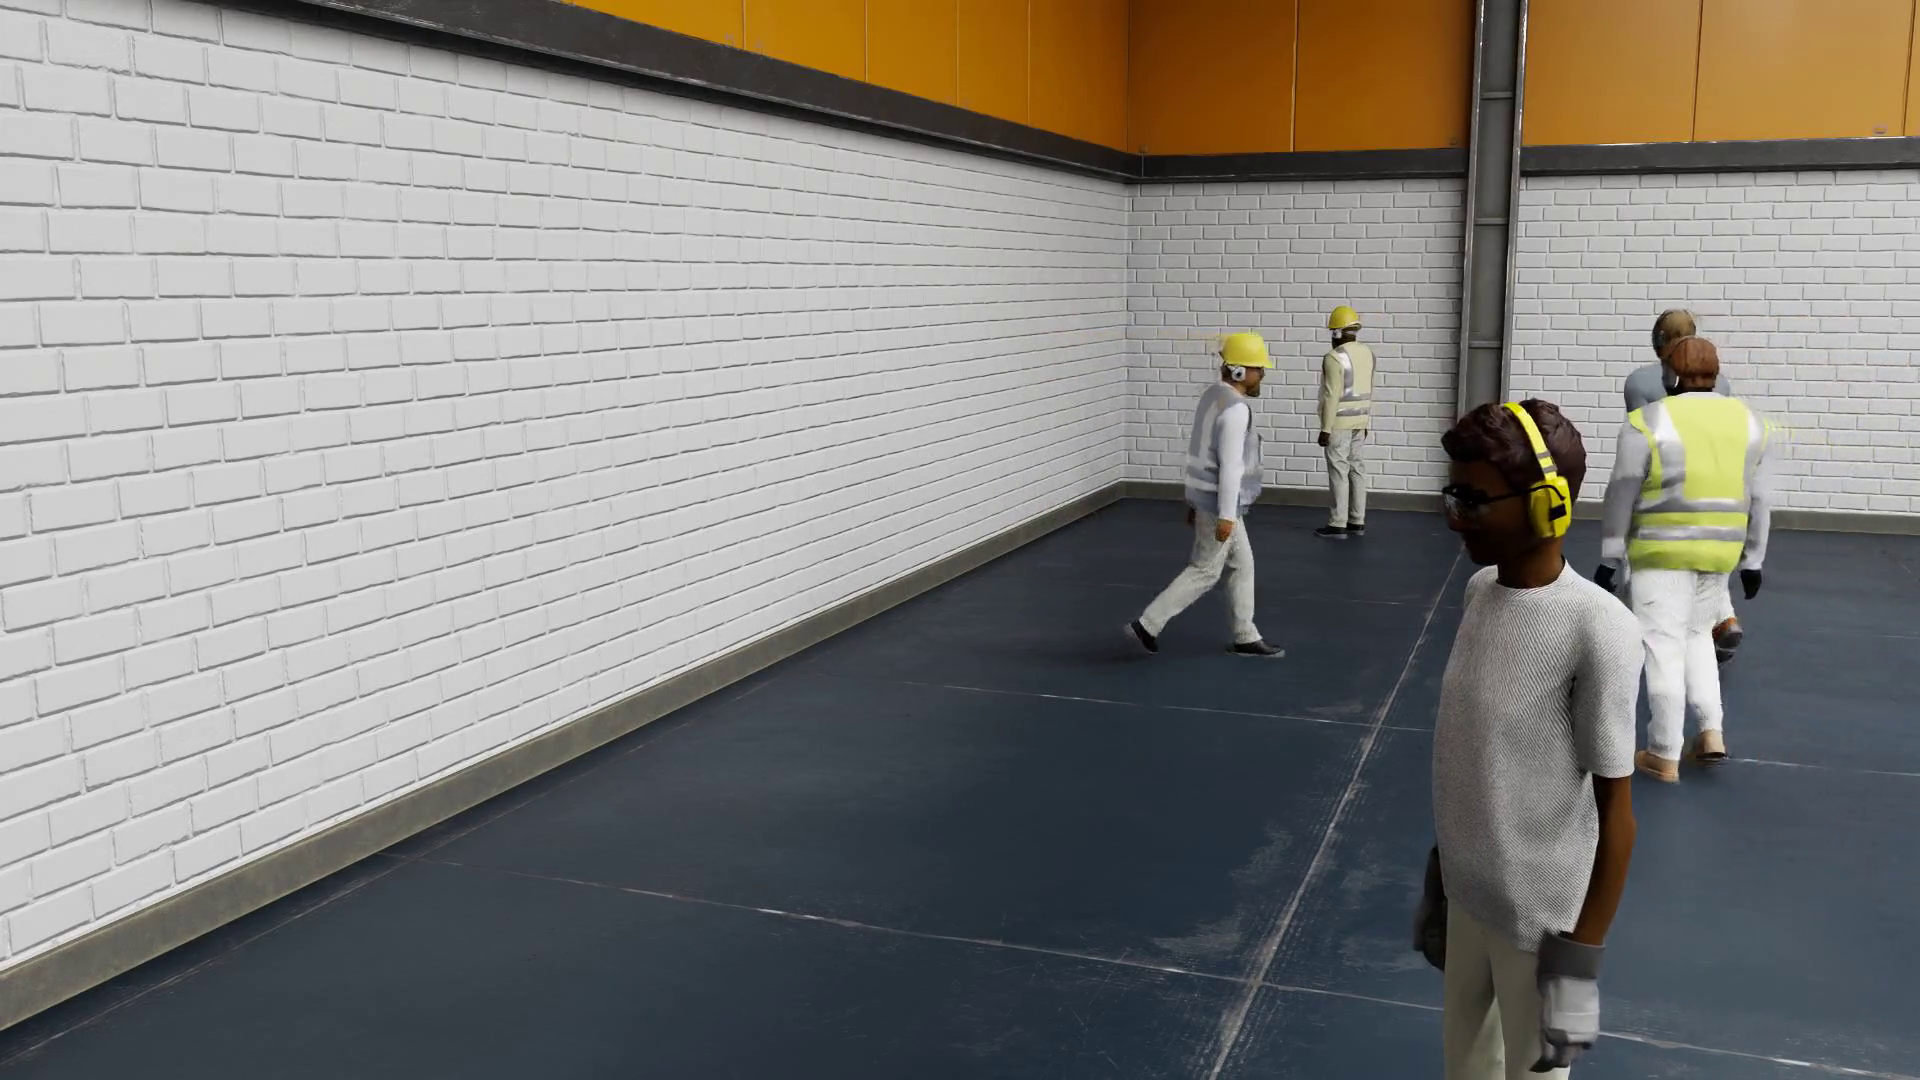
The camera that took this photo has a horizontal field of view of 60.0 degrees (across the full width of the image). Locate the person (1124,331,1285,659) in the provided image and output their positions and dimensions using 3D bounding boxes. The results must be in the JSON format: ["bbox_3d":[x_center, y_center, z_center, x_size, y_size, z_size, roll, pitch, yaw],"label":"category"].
[{"bbox_3d":[1.306,-0.220,8.847,0.837,1.791,0.631,0,9,0],"label":"person"}]

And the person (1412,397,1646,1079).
[{"bbox_3d":[0.964,0.680,2.947,0.328,1.865,0.521,-2,9,-13],"label":"person"}]

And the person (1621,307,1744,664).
[{"bbox_3d":[3.897,-0.295,8.971,0.639,1.910,0.924,-2,9,-13],"label":"person"}]

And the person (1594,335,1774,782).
[{"bbox_3d":[2.962,0.081,6.833,0.645,1.826,0.443,-2,9,-10],"label":"person"}]

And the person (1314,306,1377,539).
[{"bbox_3d":[3.024,-0.926,13.135,0.601,1.827,0.403,-8,12,-42],"label":"person"}]
